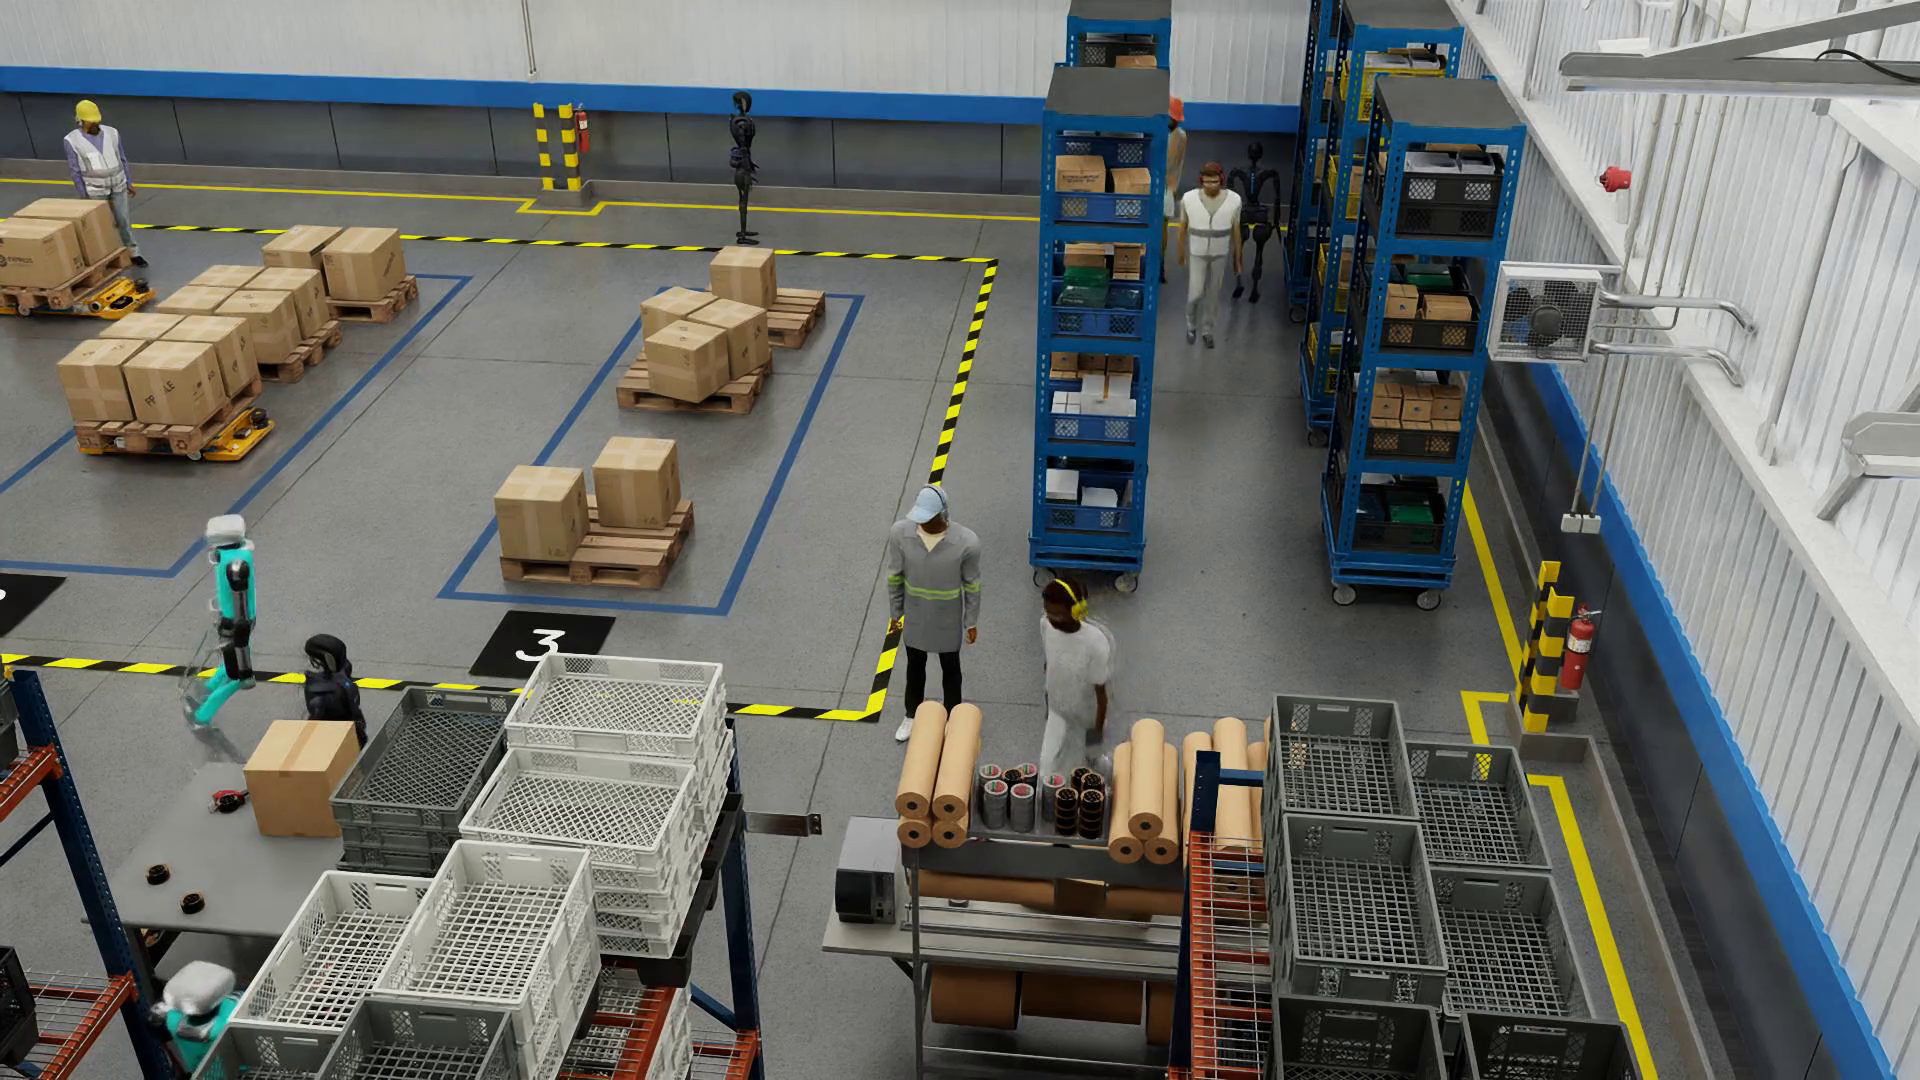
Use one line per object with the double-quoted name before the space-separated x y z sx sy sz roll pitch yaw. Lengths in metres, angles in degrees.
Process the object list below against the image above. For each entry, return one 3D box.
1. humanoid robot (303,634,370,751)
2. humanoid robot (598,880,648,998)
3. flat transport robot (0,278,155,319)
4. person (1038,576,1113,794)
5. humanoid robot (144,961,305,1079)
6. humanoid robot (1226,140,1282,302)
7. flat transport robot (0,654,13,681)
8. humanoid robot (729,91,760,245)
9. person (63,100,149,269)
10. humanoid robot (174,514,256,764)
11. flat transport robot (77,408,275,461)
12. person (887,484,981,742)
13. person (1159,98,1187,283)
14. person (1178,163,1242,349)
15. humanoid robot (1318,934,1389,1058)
"humanoid robot" -3.392 1.223 9.213 0.774 1.622 0.612 0 30 0
"humanoid robot" -1.765 1.623 8.475 0.315 1.653 0.599 -23 37 -34
"flat transport robot" -9.059 -2.494 16.930 1.431 0.197 0.652 3 30 6
"person" 0.671 0.977 9.459 0.547 1.808 0.979 21 36 32
"humanoid robot" -2.962 2.334 7.280 0.531 1.776 1.029 5 31 8
"humanoid robot" 2.955 -3.217 16.792 0.615 1.644 0.355 4 31 8
"flat transport robot" -7.142 0.969 11.010 1.431 0.231 0.659 3 30 6
"humanoid robot" -2.373 -4.120 18.338 0.315 1.654 0.599 -2 30 -3
"person" -8.995 -3.718 17.506 0.404 1.831 0.587 24 38 35
"humanoid robot" -4.516 0.732 9.985 0.811 1.796 0.531 -15 33 -23
"flat transport robot" -6.728 -0.944 14.268 1.431 0.197 0.652 3 30 6
"person" -0.171 0.467 10.301 0.587 1.850 0.396 7 31 12
"person" 2.080 -3.748 17.519 0.573 1.872 1.040 -1 30 -1
"person" 2.363 -2.682 15.739 0.592 1.824 0.473 0 30 -1
"humanoid robot" 1.672 2.265 7.429 0.748 1.643 0.585 -11 32 -19
